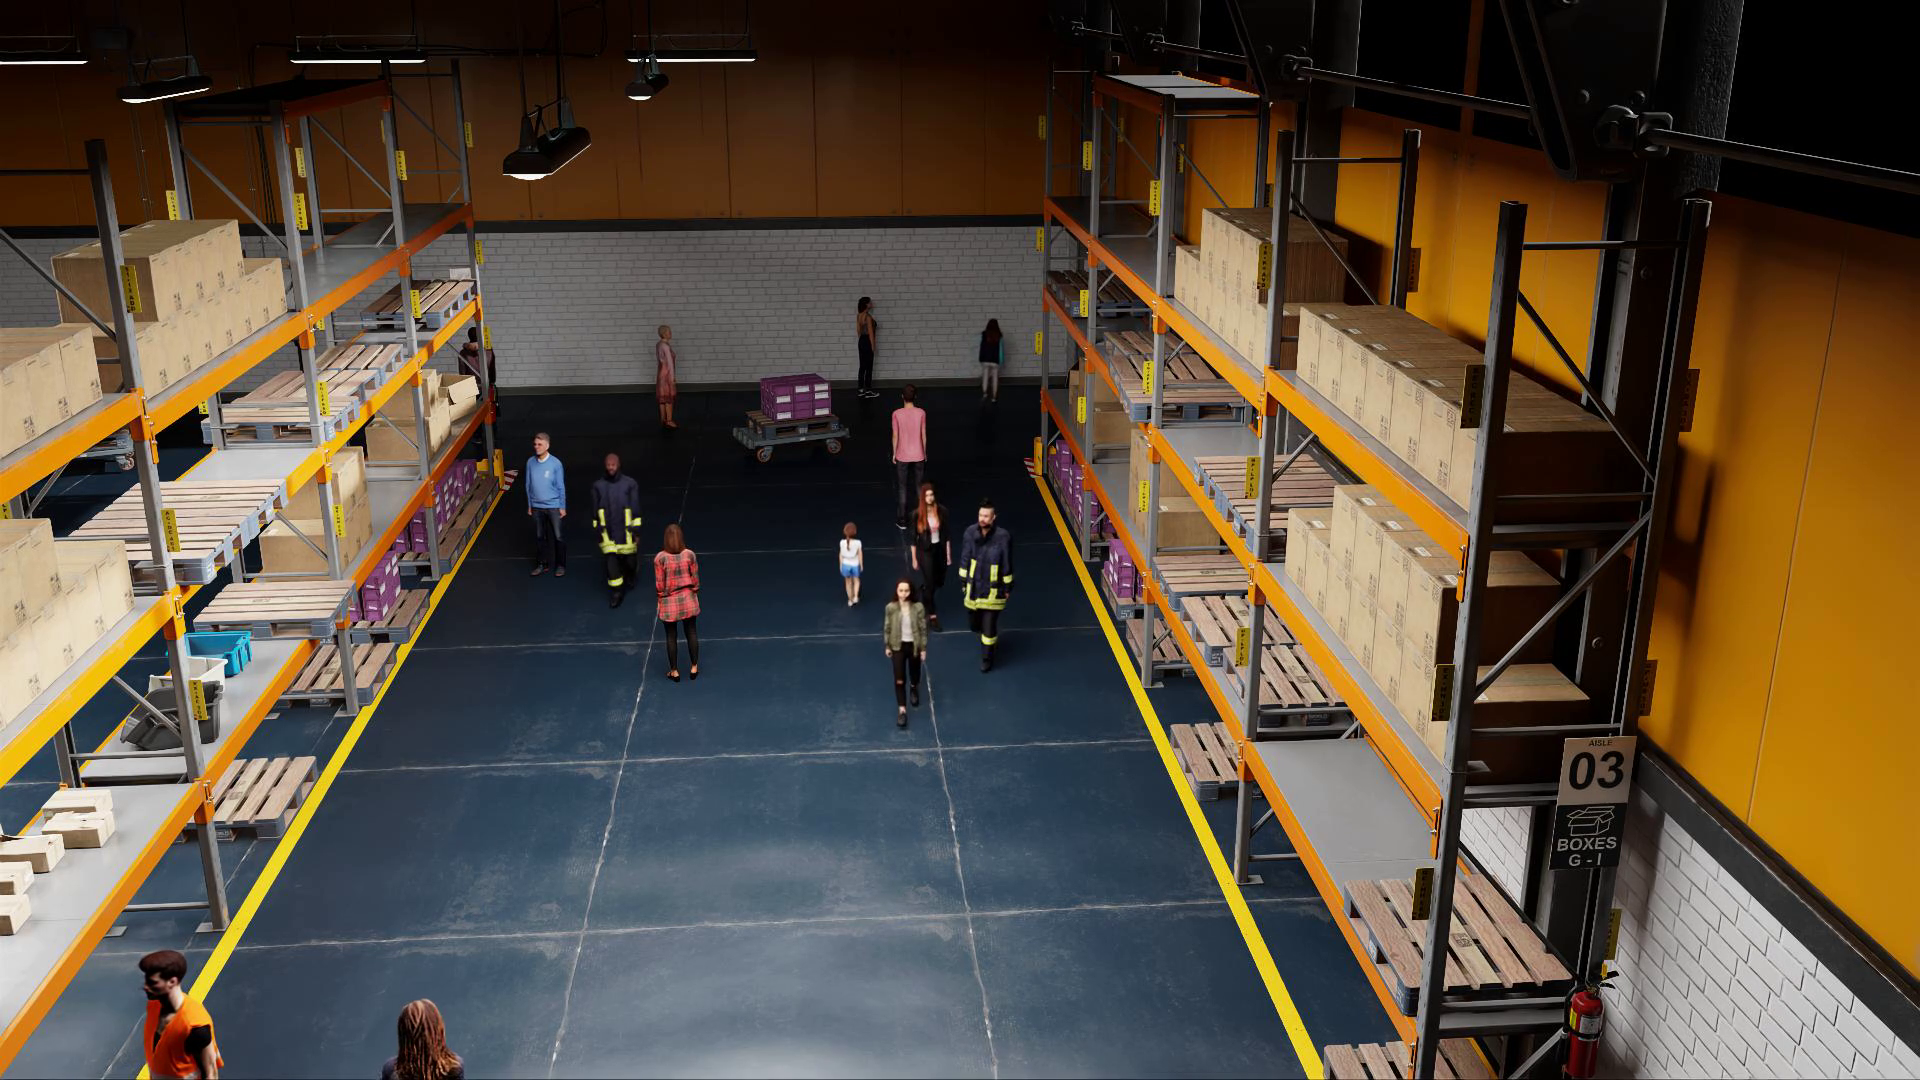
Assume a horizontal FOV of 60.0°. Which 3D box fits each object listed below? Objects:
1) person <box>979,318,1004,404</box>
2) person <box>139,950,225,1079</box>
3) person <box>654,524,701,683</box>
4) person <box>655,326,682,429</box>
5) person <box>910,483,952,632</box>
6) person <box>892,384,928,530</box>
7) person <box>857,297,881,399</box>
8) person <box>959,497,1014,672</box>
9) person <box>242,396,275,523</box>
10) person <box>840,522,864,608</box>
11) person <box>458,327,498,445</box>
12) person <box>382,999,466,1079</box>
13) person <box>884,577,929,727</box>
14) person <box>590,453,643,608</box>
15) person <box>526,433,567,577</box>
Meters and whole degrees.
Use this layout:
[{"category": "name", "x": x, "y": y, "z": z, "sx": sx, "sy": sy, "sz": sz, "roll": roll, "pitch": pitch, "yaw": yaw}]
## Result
[{"category": "person", "x": 0.505, "y": -3.084, "z": 28.767, "sx": 0.718, "sy": 1.486, "sz": 0.880, "roll": 4, "pitch": 19, "yaw": 12}, {"category": "person", "x": -4.417, "y": 3.174, "z": 9.555, "sx": 0.791, "sy": 1.888, "sz": 0.838, "roll": 13, "pitch": 22, "yaw": 33}, {"category": "person", "x": -2.946, "y": 0.647, "z": 17.348, "sx": 0.673, "sy": 1.702, "sz": 0.642, "roll": -7, "pitch": 20, "yaw": -20}, {"category": "person", "x": -4.815, "y": -2.678, "z": 27.240, "sx": 0.751, "sy": 1.691, "sz": 0.658, "roll": -13, "pitch": 22, "yaw": -33}, {"category": "person", "x": -0.356, "y": 0.147, "z": 18.855, "sx": 0.806, "sy": 1.689, "sz": 1.049, "roll": -7, "pitch": 20, "yaw": -21}, {"category": "person", "x": -0.665, "y": -1.114, "z": 22.177, "sx": 0.628, "sy": 1.958, "sz": 0.561, "roll": -3, "pitch": 19, "yaw": -9}, {"category": "person", "x": -1.659, "y": -3.410, "z": 29.291, "sx": 0.747, "sy": 1.770, "sz": 0.635, "roll": -13, "pitch": 22, "yaw": -33}, {"category": "person", "x": 0.308, "y": 0.432, "z": 17.774, "sx": 0.998, "sy": 1.837, "sz": 1.138, "roll": 7, "pitch": 20, "yaw": 19}, {"category": "person", "x": -9.491, "y": -1.101, "z": 22.468, "sx": 0.687, "sy": 1.748, "sz": 0.711, "roll": 10, "pitch": 21, "yaw": 27}, {"category": "person", "x": -1.285, "y": 0.299, "z": 19.460, "sx": 0.435, "sy": 1.014, "sz": 0.436, "roll": 0, "pitch": 19, "yaw": 1}, {"category": "person", "x": -7.618, "y": -2.462, "z": 26.354, "sx": 0.874, "sy": 1.848, "sz": 0.882, "roll": -13, "pitch": 23, "yaw": -34}, {"category": "person", "x": -2.934, "y": 3.403, "z": 9.185, "sx": 0.669, "sy": 1.690, "sz": 1.094, "roll": -4, "pitch": 19, "yaw": -10}, {"category": "person", "x": -0.522, "y": 1.058, "z": 16.530, "sx": 0.653, "sy": 1.445, "sz": 1.013, "roll": 0, "pitch": 19, "yaw": 0}, {"category": "person", "x": -4.029, "y": -0.162, "z": 19.592, "sx": 0.735, "sy": 1.803, "sz": 1.021, "roll": -1, "pitch": 19, "yaw": -3}, {"category": "person", "x": -5.071, "y": -0.456, "z": 20.440, "sx": 0.715, "sy": 1.819, "sz": 0.673, "roll": 4, "pitch": 19, "yaw": 12}]
